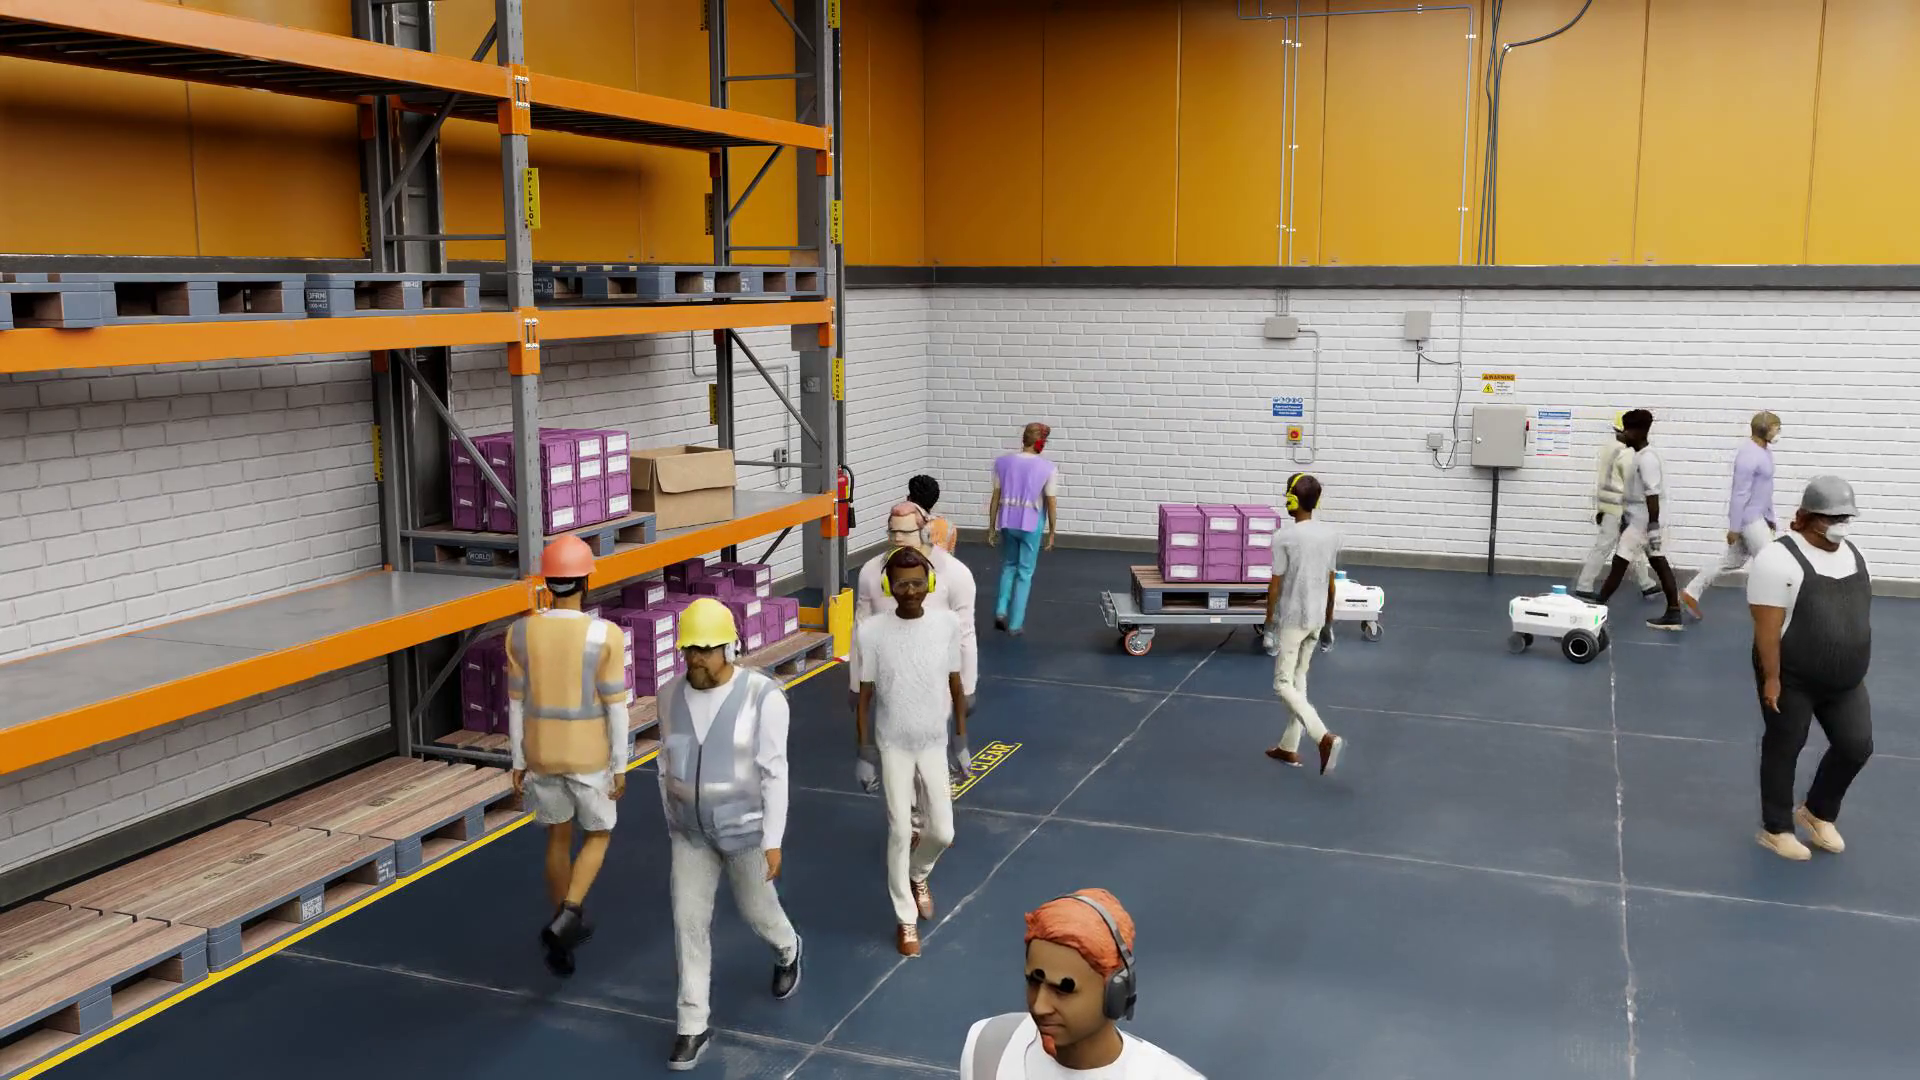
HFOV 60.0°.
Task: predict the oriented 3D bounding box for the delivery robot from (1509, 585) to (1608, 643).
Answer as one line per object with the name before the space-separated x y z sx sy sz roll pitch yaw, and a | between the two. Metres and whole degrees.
delivery robot | 4.761 0.605 13.257 0.707 0.478 0.477 6 11 32

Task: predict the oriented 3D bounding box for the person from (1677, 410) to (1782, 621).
person | 6.718 -0.179 14.306 0.966 1.910 0.634 5 11 31

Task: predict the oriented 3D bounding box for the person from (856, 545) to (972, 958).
person | -0.217 0.924 7.493 0.541 1.855 0.460 -2 9 -13

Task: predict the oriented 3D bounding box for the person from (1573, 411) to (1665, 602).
person | 6.155 -0.292 15.364 0.936 1.781 0.599 2 9 10

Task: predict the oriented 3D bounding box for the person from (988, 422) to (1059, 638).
person | 0.541 -0.077 13.895 0.611 1.815 0.448 4 10 23

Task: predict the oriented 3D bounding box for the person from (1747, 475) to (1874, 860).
person | 4.407 0.658 8.588 0.690 2.000 0.537 -1 9 -9

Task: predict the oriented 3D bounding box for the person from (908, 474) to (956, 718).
person | -0.240 0.402 11.269 0.317 1.695 0.540 8 12 40

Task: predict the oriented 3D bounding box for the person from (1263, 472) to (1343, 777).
person | 2.100 0.518 10.083 0.521 1.851 0.720 -5 10 -27

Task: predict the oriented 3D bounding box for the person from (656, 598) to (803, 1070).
person | -0.914 1.096 6.602 0.598 1.805 0.838 3 9 17

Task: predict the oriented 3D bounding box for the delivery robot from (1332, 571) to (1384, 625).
delivery robot | 3.175 0.503 13.916 0.707 0.478 0.477 1 9 7

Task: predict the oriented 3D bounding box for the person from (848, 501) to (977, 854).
person | -0.267 0.739 8.563 0.674 1.884 0.591 4 10 25

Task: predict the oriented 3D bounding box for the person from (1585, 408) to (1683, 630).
person | 5.751 -0.177 14.253 1.022 1.893 0.651 5 10 26

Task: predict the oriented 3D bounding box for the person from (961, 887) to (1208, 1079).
person | 0.232 1.586 3.255 0.575 1.882 0.359 6 11 31

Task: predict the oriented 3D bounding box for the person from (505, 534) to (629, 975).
person | -1.719 0.942 7.214 0.549 1.921 0.671 1 9 8
